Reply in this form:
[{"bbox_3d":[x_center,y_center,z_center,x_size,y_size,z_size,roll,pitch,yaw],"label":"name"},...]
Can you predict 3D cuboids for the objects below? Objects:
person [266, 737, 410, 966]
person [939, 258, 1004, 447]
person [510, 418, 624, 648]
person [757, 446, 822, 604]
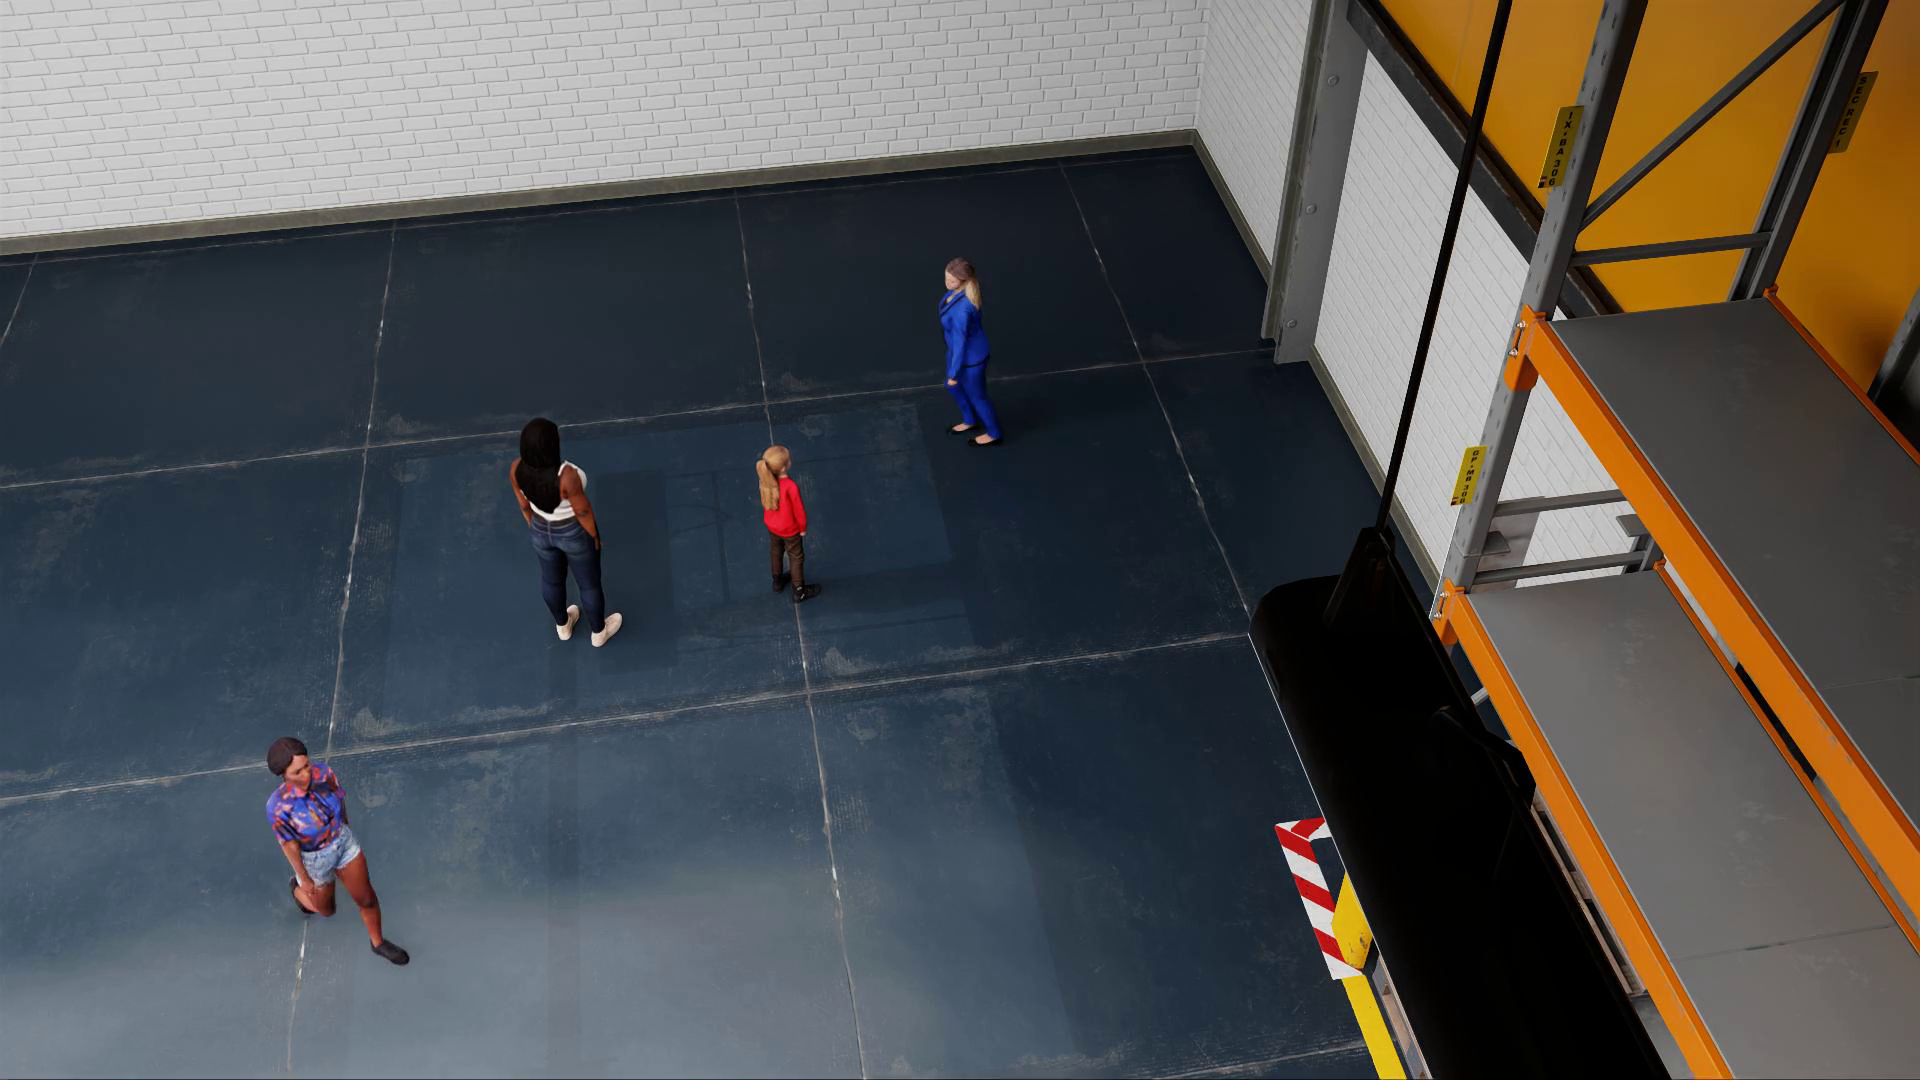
[{"bbox_3d":[-3.405,1.634,8.772,1.034,1.722,0.993,23,48,23],"label":"person"},{"bbox_3d":[0.133,-1.334,11.924,0.714,1.672,0.642,3,44,3],"label":"person"},{"bbox_3d":[-2.502,-0.036,10.462,0.736,1.810,0.749,11,45,12],"label":"person"},{"bbox_3d":[-1.153,-0.115,10.928,0.584,1.281,0.646,27,50,25],"label":"person"}]
